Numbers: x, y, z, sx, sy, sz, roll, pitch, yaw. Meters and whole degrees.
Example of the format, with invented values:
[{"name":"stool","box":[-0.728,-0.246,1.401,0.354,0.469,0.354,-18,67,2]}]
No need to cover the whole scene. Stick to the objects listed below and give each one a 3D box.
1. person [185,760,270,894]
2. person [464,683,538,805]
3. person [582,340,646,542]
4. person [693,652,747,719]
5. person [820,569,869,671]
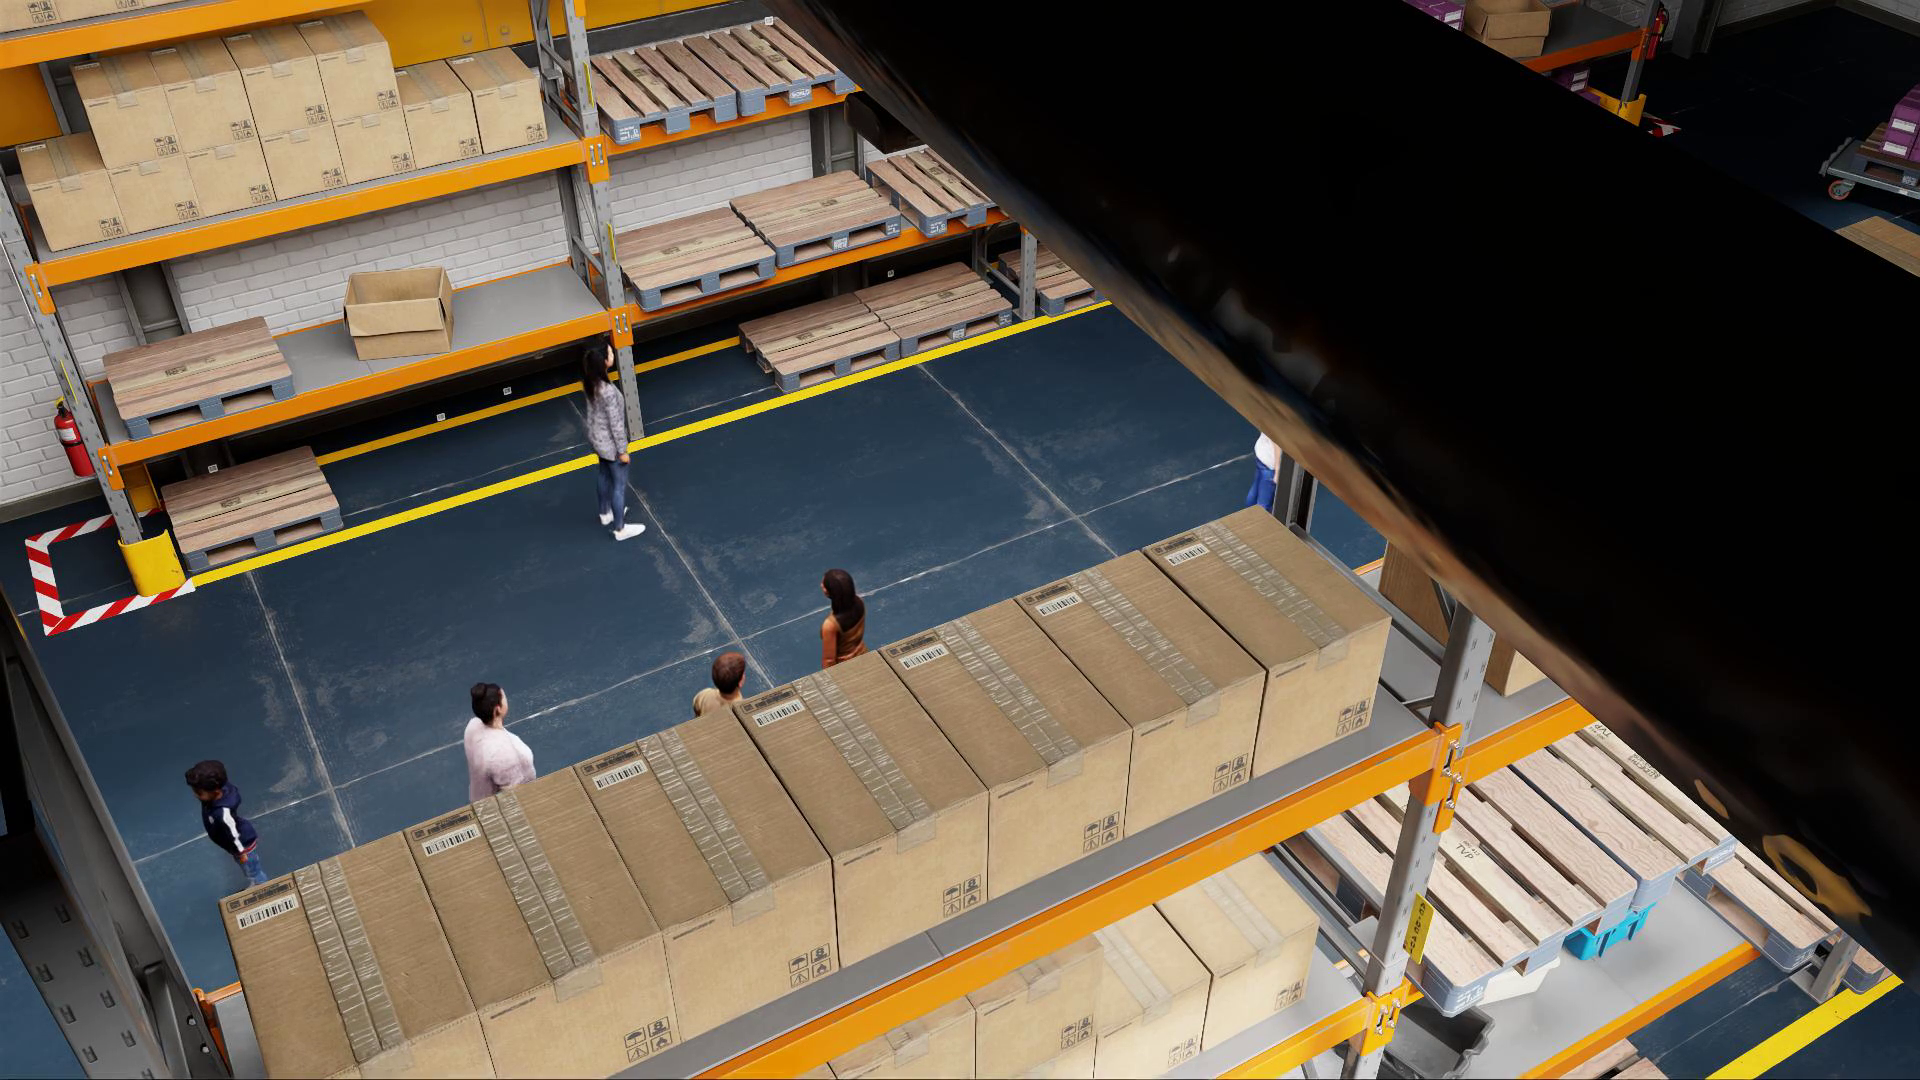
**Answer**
[{"name":"person","box":[-4.403,1.792,10.121,0.513,1.219,0.545,-28,46,-30]},{"name":"person","box":[-2.803,1.598,9.964,0.751,1.719,0.745,-23,44,-26]},{"name":"person","box":[-2.747,-0.777,12.932,0.553,1.727,0.620,-24,45,-27]},{"name":"person","box":[-1.344,1.405,10.099,0.749,1.851,0.781,14,41,16]},{"name":"person","box":[-0.746,0.857,10.920,0.699,1.683,0.601,19,42,22]}]
